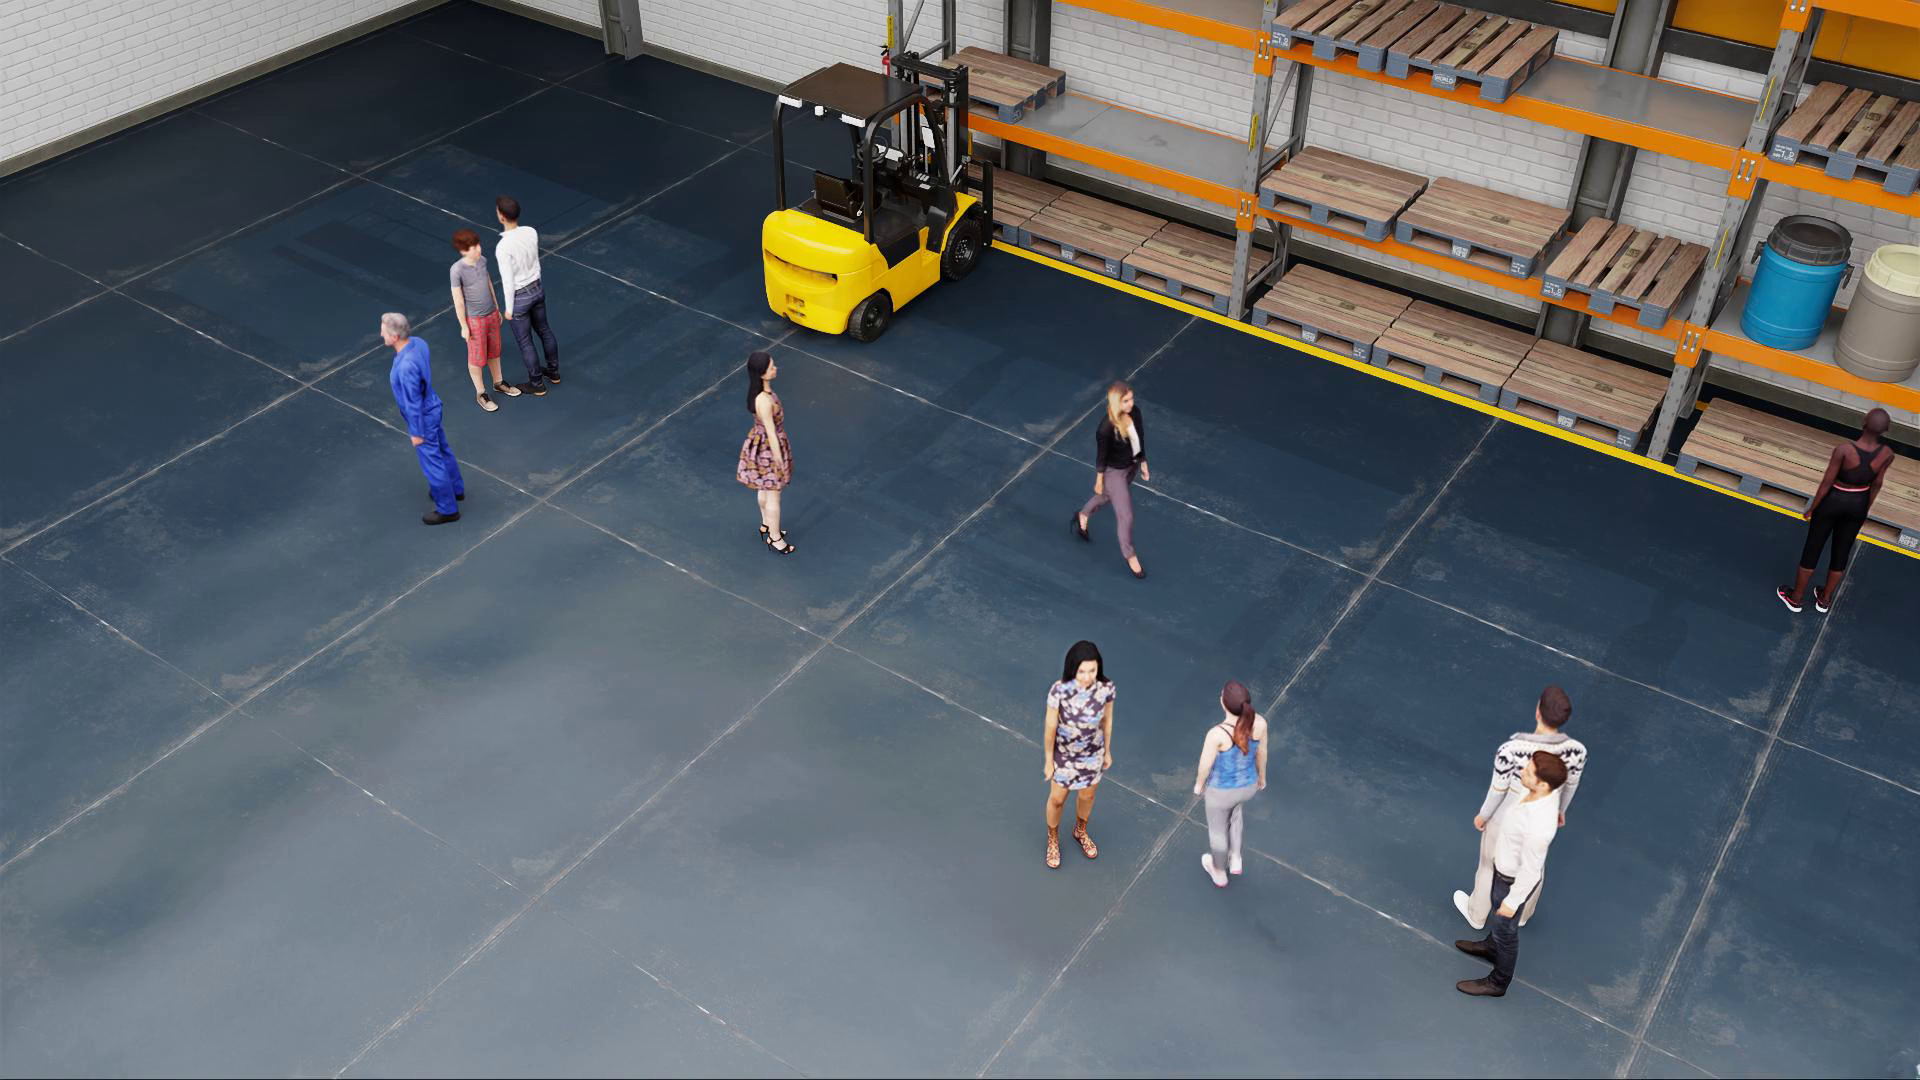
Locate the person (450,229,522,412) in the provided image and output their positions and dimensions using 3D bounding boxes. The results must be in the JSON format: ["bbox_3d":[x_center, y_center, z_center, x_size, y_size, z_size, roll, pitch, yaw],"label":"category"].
[{"bbox_3d":[-4.153,-1.927,14.354,0.510,1.651,0.586,23,44,26],"label":"person"}]

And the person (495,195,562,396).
[{"bbox_3d":[-3.772,-2.120,14.421,0.587,1.868,0.636,20,43,23],"label":"person"}]

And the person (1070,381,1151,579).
[{"bbox_3d":[1.138,-0.520,12.605,1.038,1.636,0.638,27,46,30],"label":"person"}]

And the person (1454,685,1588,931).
[{"bbox_3d":[3.308,1.601,9.769,0.729,1.860,0.821,-2,39,-3],"label":"person"}]

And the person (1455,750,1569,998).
[{"bbox_3d":[3.144,1.882,9.408,0.670,1.870,0.734,9,39,11],"label":"person"}]

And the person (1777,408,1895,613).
[{"bbox_3d":[6.422,-0.216,12.126,0.618,1.758,0.723,4,39,6],"label":"person"}]

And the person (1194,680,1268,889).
[{"bbox_3d":[1.674,1.532,10.064,0.701,1.599,0.739,-14,41,-16],"label":"person"}]

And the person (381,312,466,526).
[{"bbox_3d":[-4.190,-0.970,13.016,0.825,1.825,0.781,-5,39,-6],"label":"person"}]

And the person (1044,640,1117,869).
[{"bbox_3d":[0.725,1.304,10.243,0.669,1.733,0.717,-9,39,-11],"label":"person"}]

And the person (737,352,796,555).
[{"bbox_3d":[-1.451,-0.667,12.677,0.863,1.775,0.790,-12,40,-14],"label":"person"}]
